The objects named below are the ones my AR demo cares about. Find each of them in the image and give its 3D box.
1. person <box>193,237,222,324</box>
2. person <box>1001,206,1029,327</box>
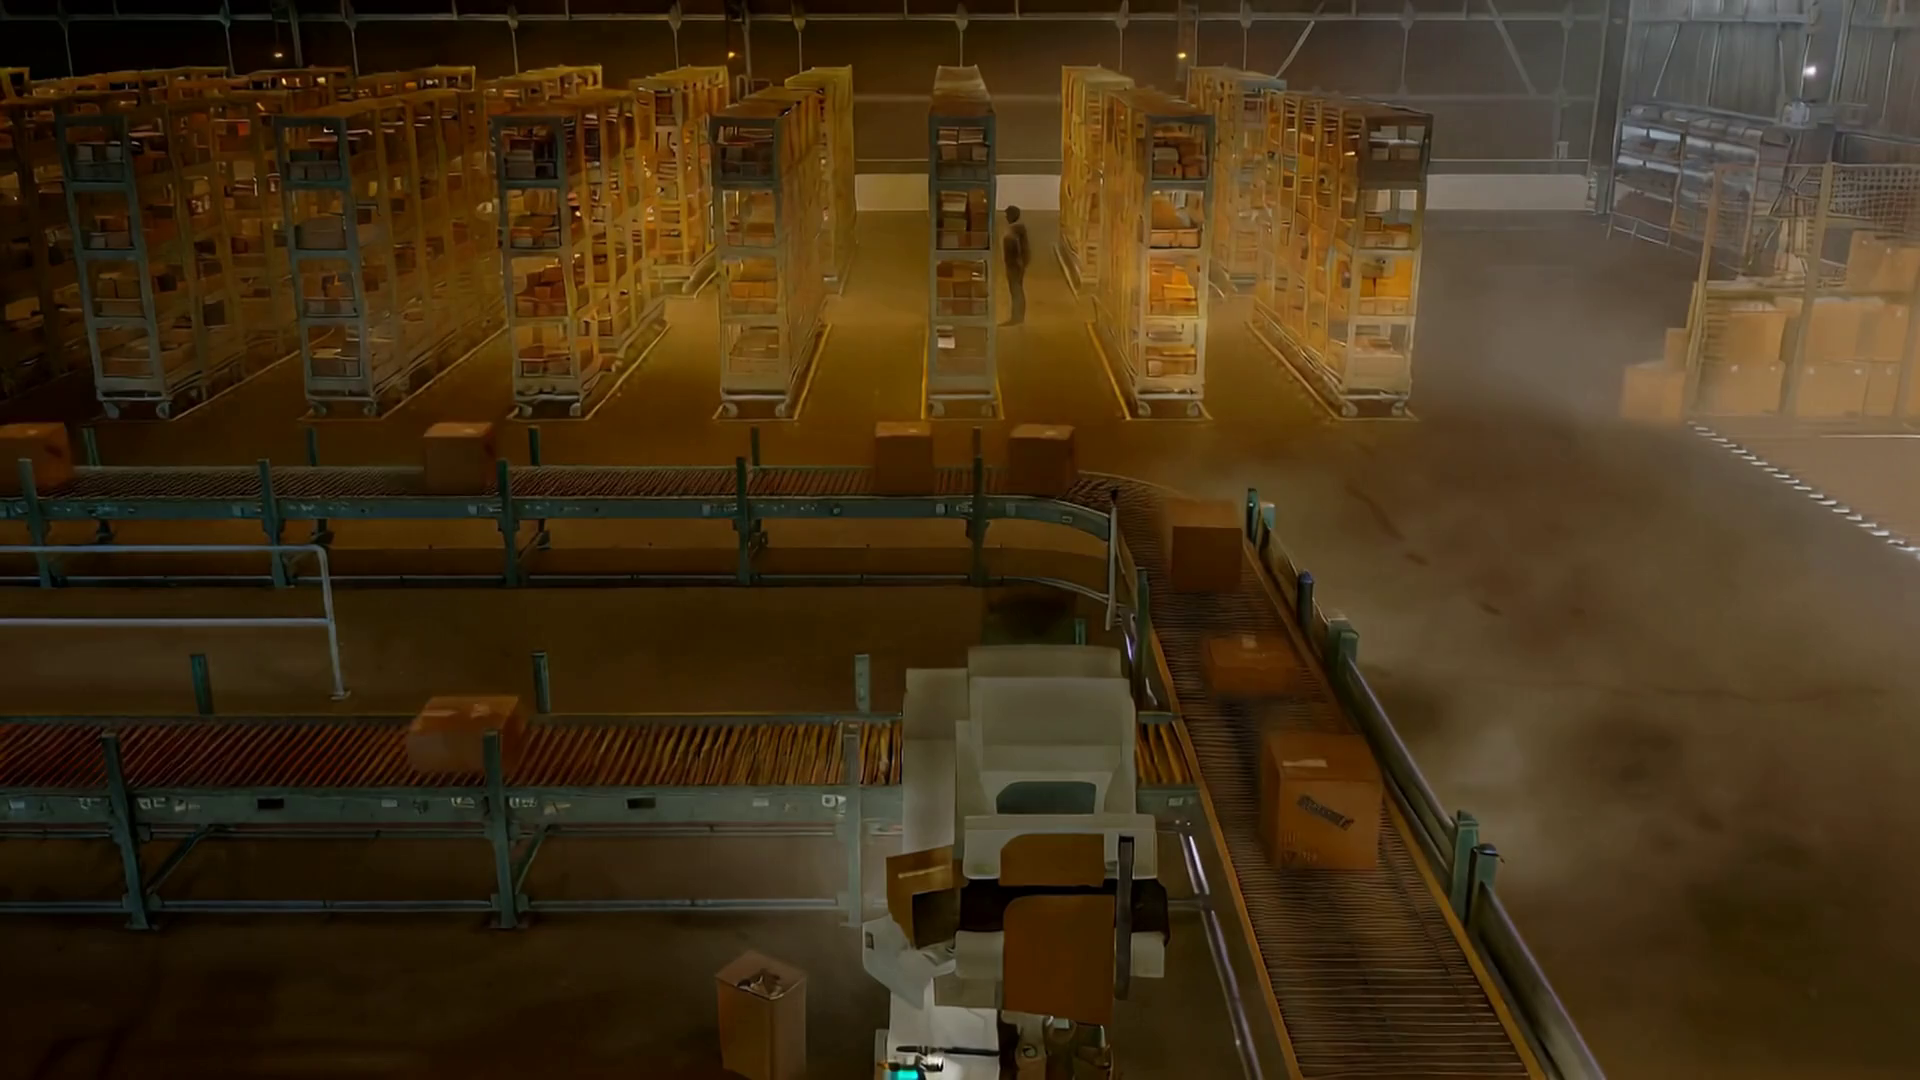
[{"bbox_3d":[-11.436,-4.046,25.172,0.616,1.808,0.491,1,18,3],"label":"person"},{"bbox_3d":[0.851,-4.218,25.642,0.389,1.847,0.563,7,19,21],"label":"person"}]
